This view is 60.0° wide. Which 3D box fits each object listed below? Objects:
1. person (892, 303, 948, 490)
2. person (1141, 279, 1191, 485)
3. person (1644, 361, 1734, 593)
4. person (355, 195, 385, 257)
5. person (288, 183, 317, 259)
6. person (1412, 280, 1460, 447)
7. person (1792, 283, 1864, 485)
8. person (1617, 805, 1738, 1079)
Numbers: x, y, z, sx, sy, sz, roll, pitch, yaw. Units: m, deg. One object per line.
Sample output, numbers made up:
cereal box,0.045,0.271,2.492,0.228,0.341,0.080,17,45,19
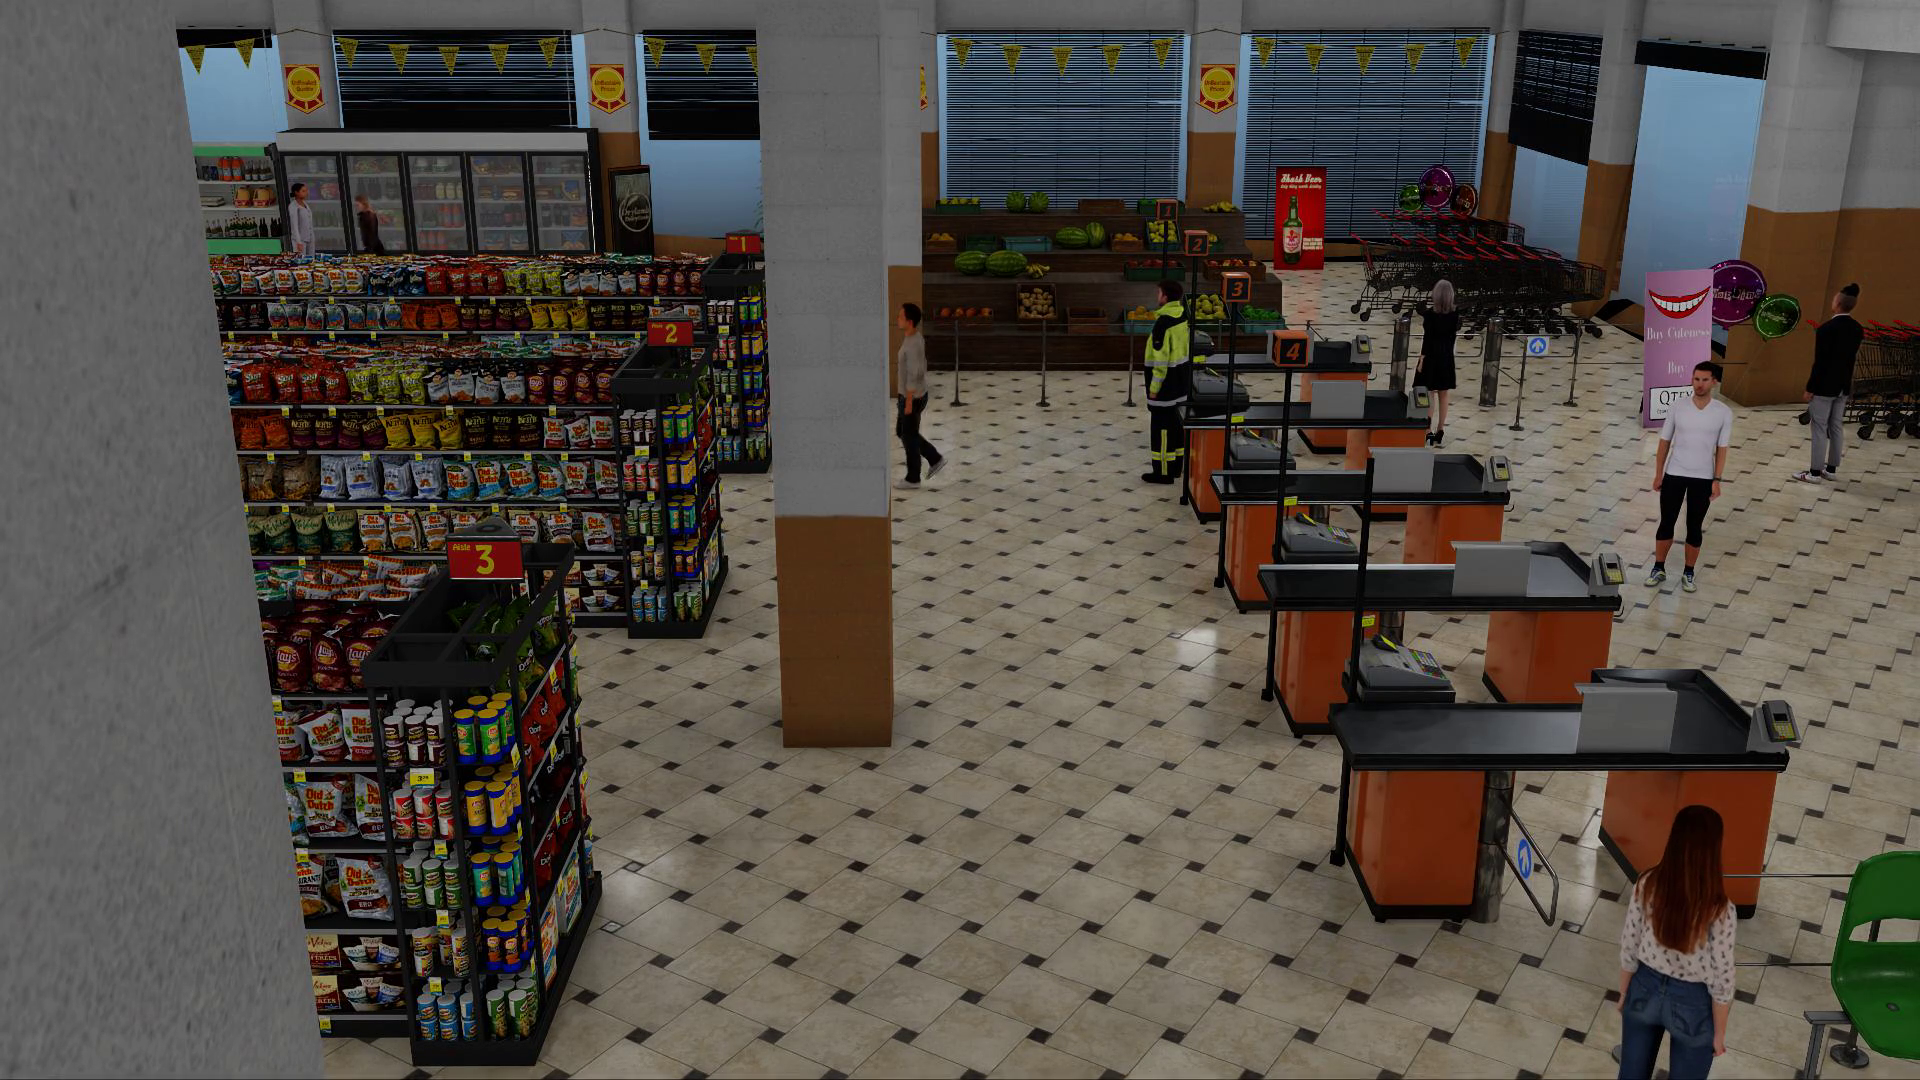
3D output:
person,-0.369,-1.366,15.871,0.757,1.804,0.674,-1,19,-2
person,2.012,-1.480,16.138,0.848,1.850,0.869,10,21,27
person,5.832,-0.524,13.301,0.673,1.852,0.809,9,21,25
person,-8.681,-4.320,24.843,0.927,1.670,0.872,-13,23,-34
person,-10.156,-4.635,25.677,0.614,1.735,0.664,3,19,10
person,5.002,-1.868,17.450,0.624,1.747,0.738,-7,20,-21
person,8.441,-1.520,16.102,0.683,1.949,0.851,-8,20,-22
person,2.782,1.830,6.515,0.699,1.728,0.645,-17,25,-41
